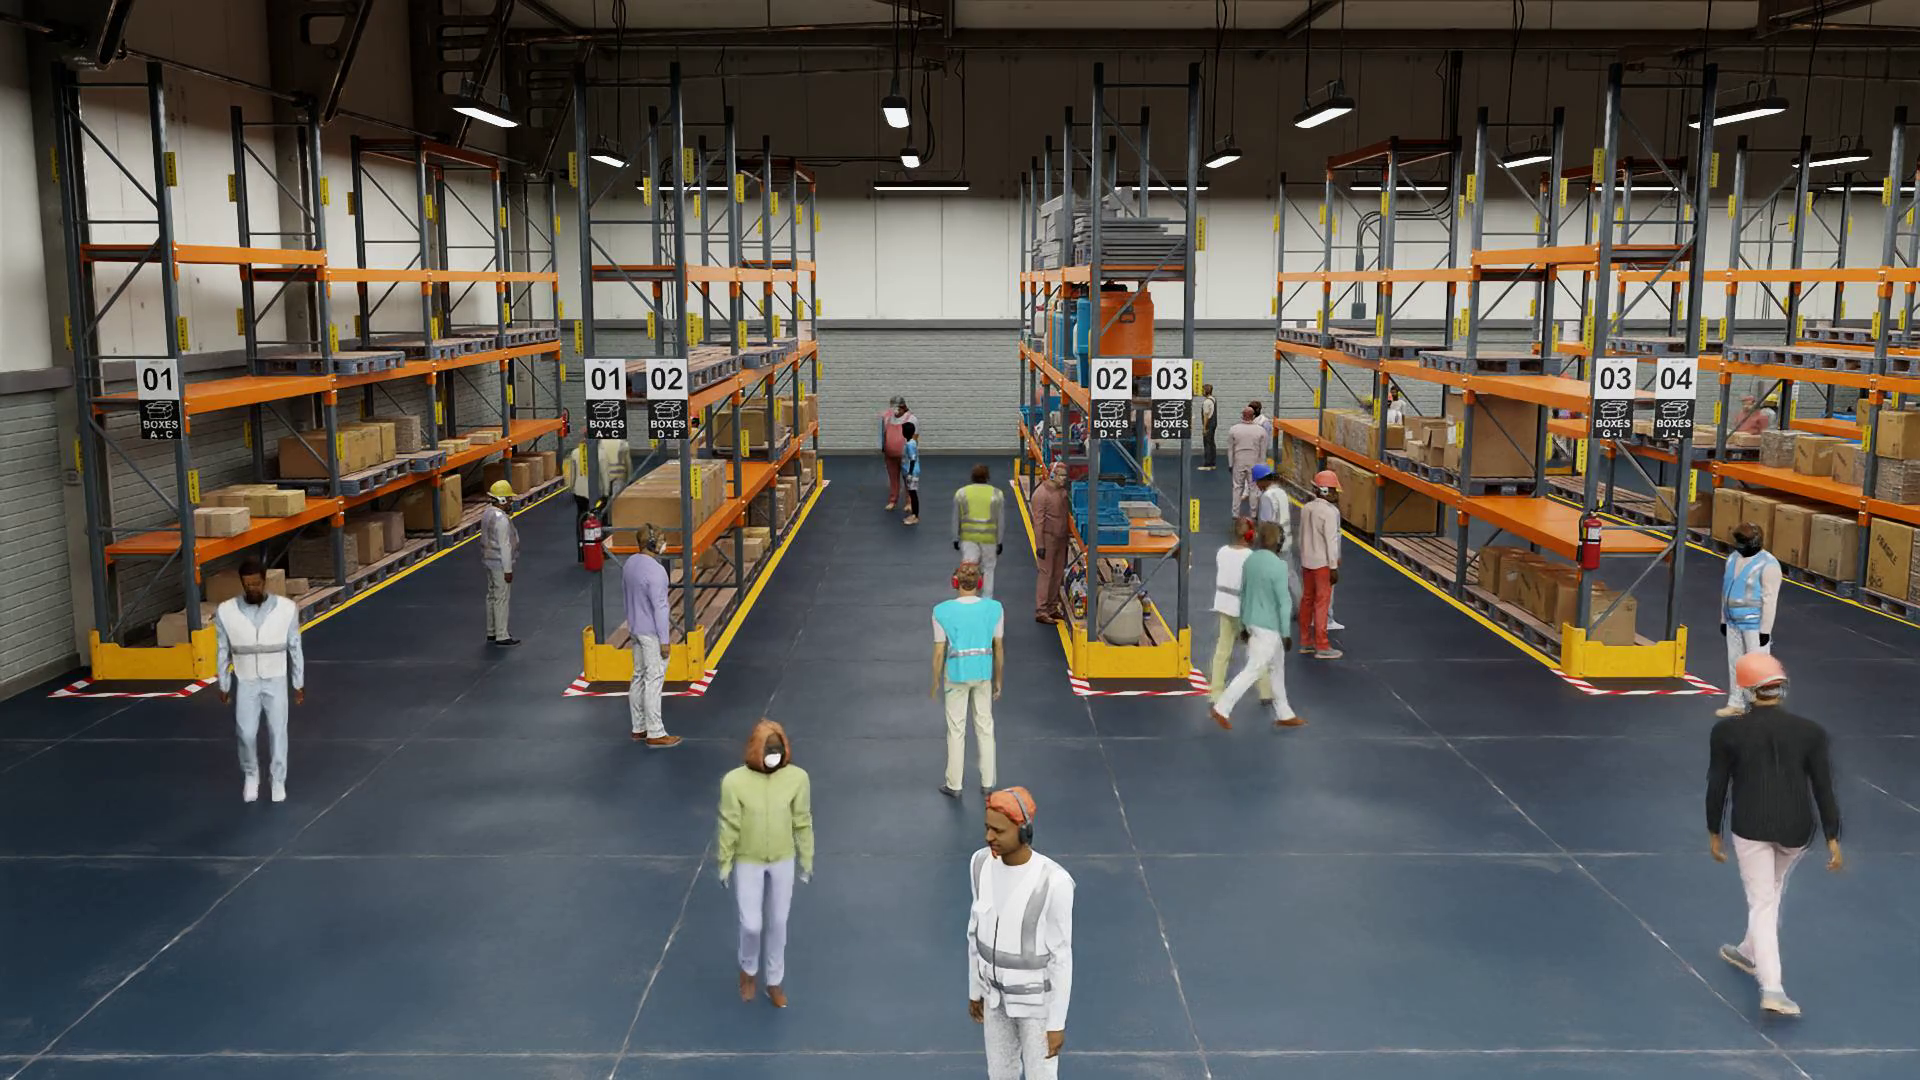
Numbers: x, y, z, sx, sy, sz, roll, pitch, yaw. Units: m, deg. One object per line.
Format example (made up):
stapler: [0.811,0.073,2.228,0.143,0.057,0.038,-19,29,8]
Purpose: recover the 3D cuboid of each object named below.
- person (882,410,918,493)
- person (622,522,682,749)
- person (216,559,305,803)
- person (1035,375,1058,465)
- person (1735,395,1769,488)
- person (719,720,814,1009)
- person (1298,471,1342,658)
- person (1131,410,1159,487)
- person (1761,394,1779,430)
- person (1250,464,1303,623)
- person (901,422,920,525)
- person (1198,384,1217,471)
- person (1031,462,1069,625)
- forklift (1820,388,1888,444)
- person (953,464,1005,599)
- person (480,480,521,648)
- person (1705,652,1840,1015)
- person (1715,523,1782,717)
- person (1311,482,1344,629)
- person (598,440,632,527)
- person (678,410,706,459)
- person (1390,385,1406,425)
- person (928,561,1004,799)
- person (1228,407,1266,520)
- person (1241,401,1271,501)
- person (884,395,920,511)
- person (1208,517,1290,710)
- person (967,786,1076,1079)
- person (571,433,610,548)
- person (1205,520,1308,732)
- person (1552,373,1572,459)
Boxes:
person: [-1.094,-1.800,31.460,0.645,1.813,0.804,7,11,37]
person: [-2.656,0.811,14.253,0.355,1.938,0.637,-7,11,-36]
person: [-5.322,1.073,12.678,0.609,1.899,0.452,-4,10,-22]
person: [1.858,-2.613,36.099,0.609,1.995,0.376,3,9,16]
person: [14.665,-1.756,30.989,0.519,1.878,0.663,-3,9,-20]
person: [-1.049,1.772,9.075,0.528,1.617,0.360,-3,9,-21]
person: [3.832,0.255,17.669,0.391,1.989,0.610,-3,9,-19]
person: [3.526,-1.944,32.077,0.619,1.901,0.504,6,11,34]
person: [16.319,-2.089,33.584,0.323,1.731,0.490,0,9,-3]
person: [3.599,0.044,19.444,1.006,1.849,0.699,6,11,35]
person: [-0.810,-1.090,27.248,0.321,1.699,0.537,0,9,-2]
person: [5.242,-2.374,35.080,0.344,1.839,0.506,5,10,30]
person: [1.092,0.028,19.449,0.400,1.892,0.659,6,11,34]
forklift: [20.072,-3.110,36.462,1.873,2.768,1.129,0,9,0]
person: [0.226,-0.006,19.977,0.630,1.822,0.853,0,9,2]
person: [-5.024,0.258,18.203,0.404,1.823,0.590,-6,11,-33]
person: [4.499,1.606,9.206,0.657,1.933,0.976,1,9,5]
person: [7.097,0.752,14.994,0.432,1.834,0.625,-2,9,-10]
person: [4.224,0.154,19.127,0.312,1.737,0.483,-4,10,-25]
person: [-5.535,-1.010,26.462,0.590,1.793,0.927,-1,9,-4]
person: [-4.301,-1.176,27.047,0.544,1.936,0.359,2,9,11]
person: [8.975,-2.264,34.310,0.328,1.861,0.514,-6,11,-35]
person: [0.056,1.088,12.815,0.619,1.837,0.378,-3,9,-16]
person: [4.785,-1.268,27.768,0.633,1.899,0.401,2,9,12]
person: [5.309,-1.600,30.077,0.429,1.844,0.627,-7,11,-37]
person: [-1.067,-1.517,28.901,0.682,2.000,0.535,5,10,28]
person: [2.671,0.681,15.500,0.839,1.808,0.571,-6,10,-32]
person: [0.246,1.957,7.083,0.576,1.879,0.347,9,12,44]
person: [-5.243,-0.675,23.759,0.630,1.942,0.869,1,9,7]
person: [2.617,0.773,14.683,0.969,1.896,0.635,-2,9,-14]
person: [13.590,-2.793,37.427,0.545,1.942,0.352,2,9,11]
